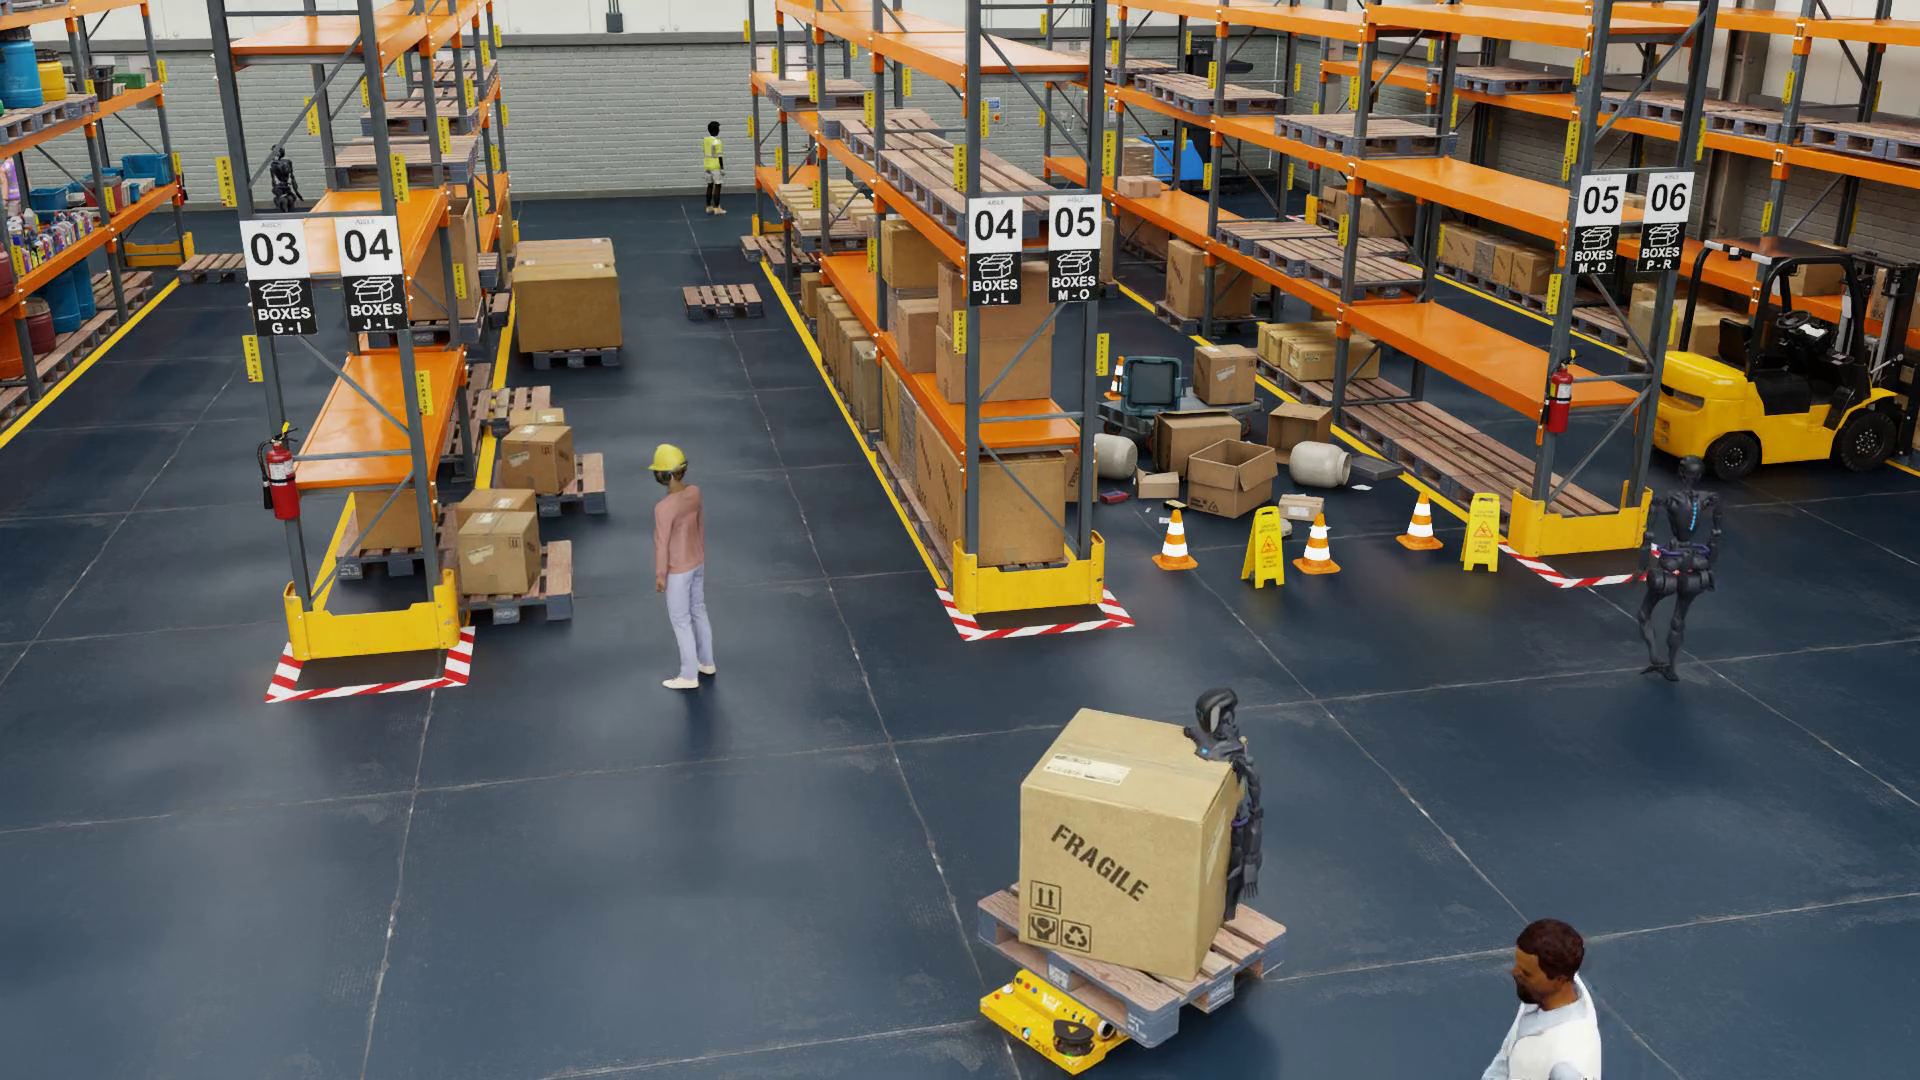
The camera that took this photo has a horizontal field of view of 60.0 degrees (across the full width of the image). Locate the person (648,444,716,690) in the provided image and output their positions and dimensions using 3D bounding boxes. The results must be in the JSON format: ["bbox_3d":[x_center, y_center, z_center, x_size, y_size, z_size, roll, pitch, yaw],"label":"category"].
[{"bbox_3d":[-1.963,0.184,11.575,0.343,1.760,0.523,8,22,20],"label":"person"}]

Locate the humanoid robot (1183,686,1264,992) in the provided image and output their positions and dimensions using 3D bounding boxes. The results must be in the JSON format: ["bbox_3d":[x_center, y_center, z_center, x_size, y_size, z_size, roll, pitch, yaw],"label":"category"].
[{"bbox_3d":[1.329,1.467,8.250,0.415,1.638,0.600,-14,25,-33],"label":"humanoid robot"}]

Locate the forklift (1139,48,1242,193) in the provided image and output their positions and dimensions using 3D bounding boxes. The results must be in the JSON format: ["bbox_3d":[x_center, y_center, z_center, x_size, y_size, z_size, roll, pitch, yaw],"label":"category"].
[{"bbox_3d":[4.566,-8.313,32.860,1.873,2.768,1.129,-4,21,-12],"label":"forklift"}]

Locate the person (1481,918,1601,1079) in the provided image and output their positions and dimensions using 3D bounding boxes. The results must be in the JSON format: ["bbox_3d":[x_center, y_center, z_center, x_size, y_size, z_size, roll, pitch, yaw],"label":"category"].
[{"bbox_3d":[1.992,2.170,6.057,0.983,1.866,0.616,6,21,16],"label":"person"}]

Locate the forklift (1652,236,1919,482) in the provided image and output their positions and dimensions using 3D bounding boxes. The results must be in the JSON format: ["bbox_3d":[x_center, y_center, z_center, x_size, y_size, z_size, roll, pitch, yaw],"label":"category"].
[{"bbox_3d":[8.013,-1.814,16.330,2.313,2.155,1.214,-4,21,-12],"label":"forklift"}]

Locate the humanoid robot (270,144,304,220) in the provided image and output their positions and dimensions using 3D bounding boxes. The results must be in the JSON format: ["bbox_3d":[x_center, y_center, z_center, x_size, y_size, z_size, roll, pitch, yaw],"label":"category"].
[{"bbox_3d":[-11.241,-5.759,27.692,0.372,1.650,0.600,6,21,17],"label":"humanoid robot"}]

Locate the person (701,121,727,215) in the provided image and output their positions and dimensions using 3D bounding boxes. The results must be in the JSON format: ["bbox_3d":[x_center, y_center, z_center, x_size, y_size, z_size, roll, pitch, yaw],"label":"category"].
[{"bbox_3d":[-4.523,-6.840,30.583,0.537,1.687,0.319,19,27,41],"label":"person"}]

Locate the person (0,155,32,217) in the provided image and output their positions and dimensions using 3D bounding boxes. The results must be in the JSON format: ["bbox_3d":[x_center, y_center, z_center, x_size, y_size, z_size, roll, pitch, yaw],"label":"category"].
[{"bbox_3d":[-15.366,-5.563,27.147,0.348,1.688,0.490,11,23,26],"label":"person"}]

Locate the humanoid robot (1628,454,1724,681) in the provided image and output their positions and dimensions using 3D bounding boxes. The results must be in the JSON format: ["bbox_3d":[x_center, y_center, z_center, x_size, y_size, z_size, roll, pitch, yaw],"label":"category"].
[{"bbox_3d":[5.035,0.197,11.649,0.600,1.643,0.365,-1,20,-3],"label":"humanoid robot"}]

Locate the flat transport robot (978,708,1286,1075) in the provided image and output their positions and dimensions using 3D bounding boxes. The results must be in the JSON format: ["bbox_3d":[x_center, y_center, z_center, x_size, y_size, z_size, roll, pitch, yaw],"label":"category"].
[{"bbox_3d":[0.833,2.163,8.377,1.431,0.231,0.659,-17,26,-39],"label":"flat transport robot"}]
